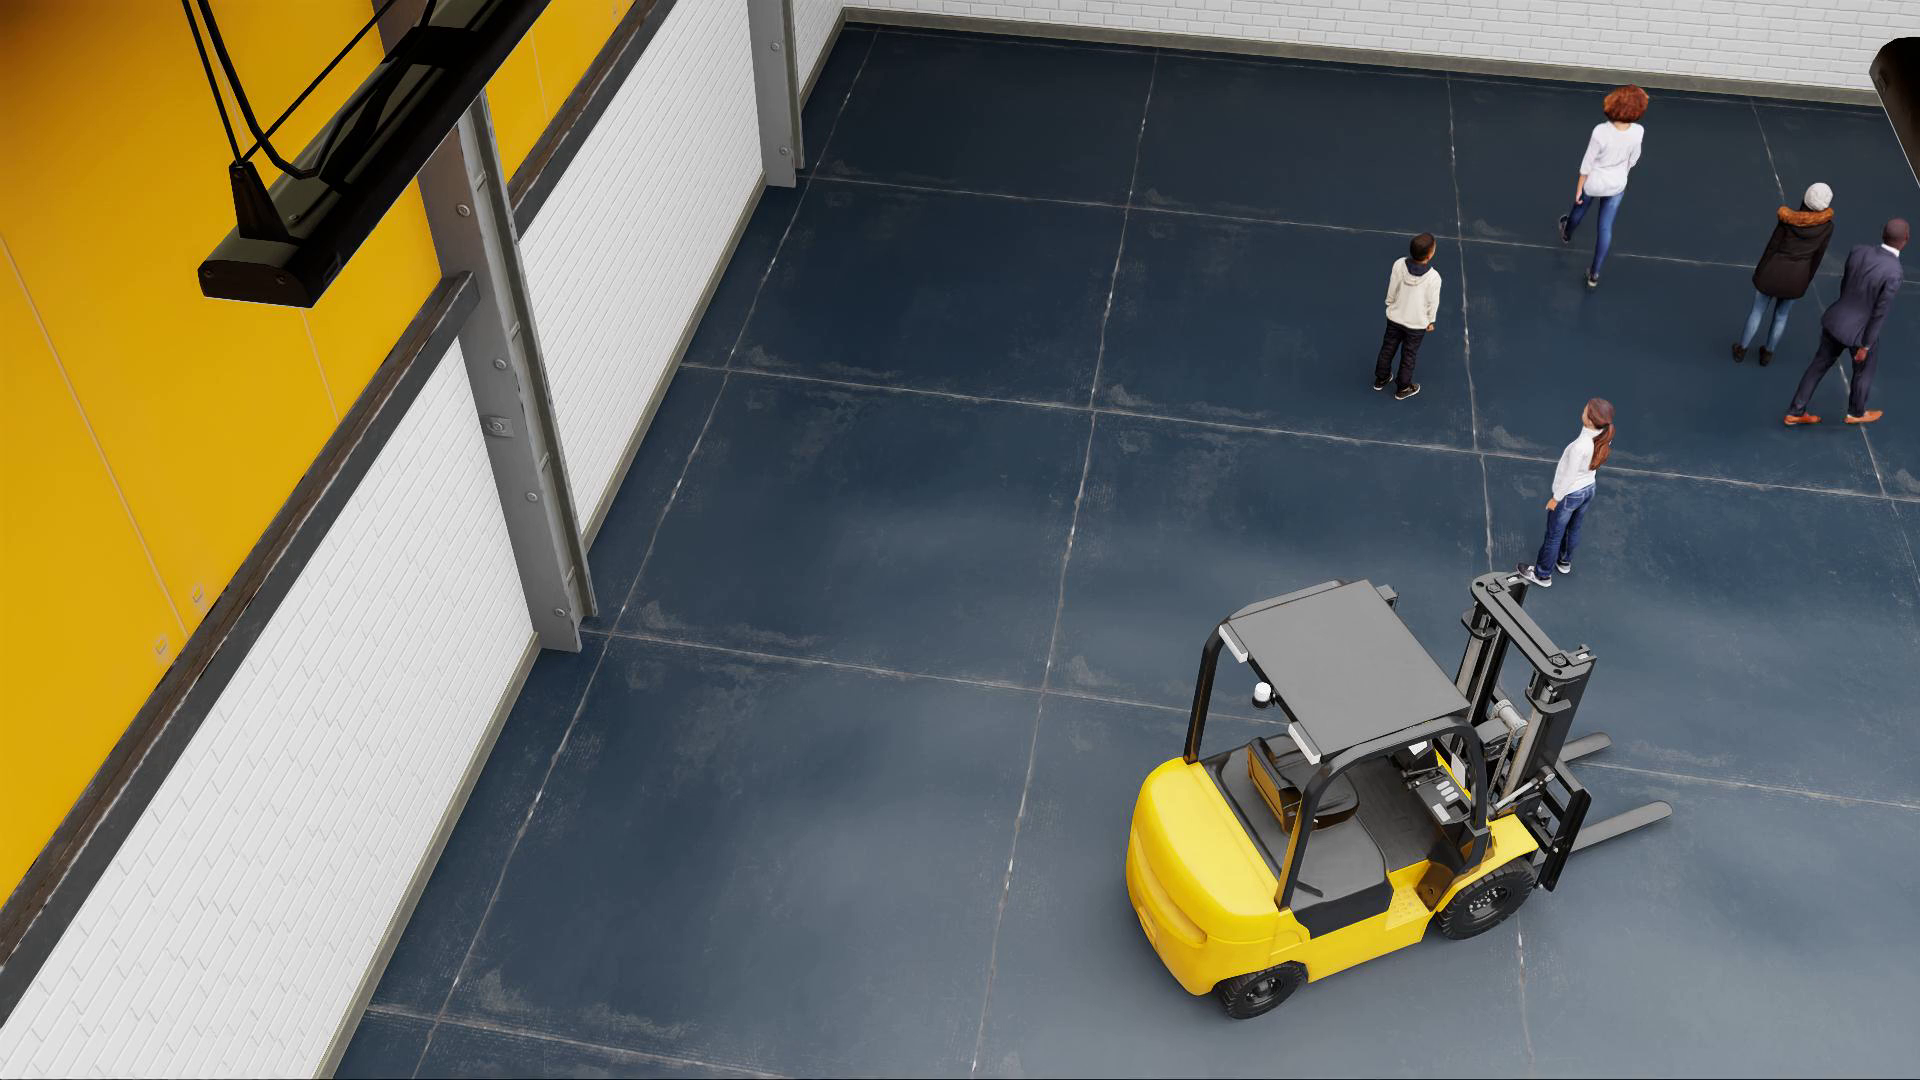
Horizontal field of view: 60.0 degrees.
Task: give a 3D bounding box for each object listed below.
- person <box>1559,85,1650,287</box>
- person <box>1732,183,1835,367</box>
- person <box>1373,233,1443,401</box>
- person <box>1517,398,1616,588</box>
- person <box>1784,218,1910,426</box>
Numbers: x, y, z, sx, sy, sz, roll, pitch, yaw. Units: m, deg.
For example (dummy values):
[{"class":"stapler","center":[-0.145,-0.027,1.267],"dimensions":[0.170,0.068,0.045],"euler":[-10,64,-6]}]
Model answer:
[{"class":"person","center":[5.443,-2.945,14.018],"dimensions":[0.668,1.658,1.159],"euler":[6,44,6]},{"class":"person","center":[6.517,-2.097,13.145],"dimensions":[0.596,1.634,0.576],"euler":[7,44,7]},{"class":"person","center":[3.474,-1.738,12.898],"dimensions":[0.660,1.455,0.681],"euler":[31,52,29]},{"class":"person","center":[4.192,-0.334,11.349],"dimensions":[0.619,1.559,0.682],"euler":[-27,50,-25]},{"class":"person","center":[6.614,-1.574,12.482],"dimensions":[1.018,1.791,1.051],"euler":[-7,44,-8]}]
